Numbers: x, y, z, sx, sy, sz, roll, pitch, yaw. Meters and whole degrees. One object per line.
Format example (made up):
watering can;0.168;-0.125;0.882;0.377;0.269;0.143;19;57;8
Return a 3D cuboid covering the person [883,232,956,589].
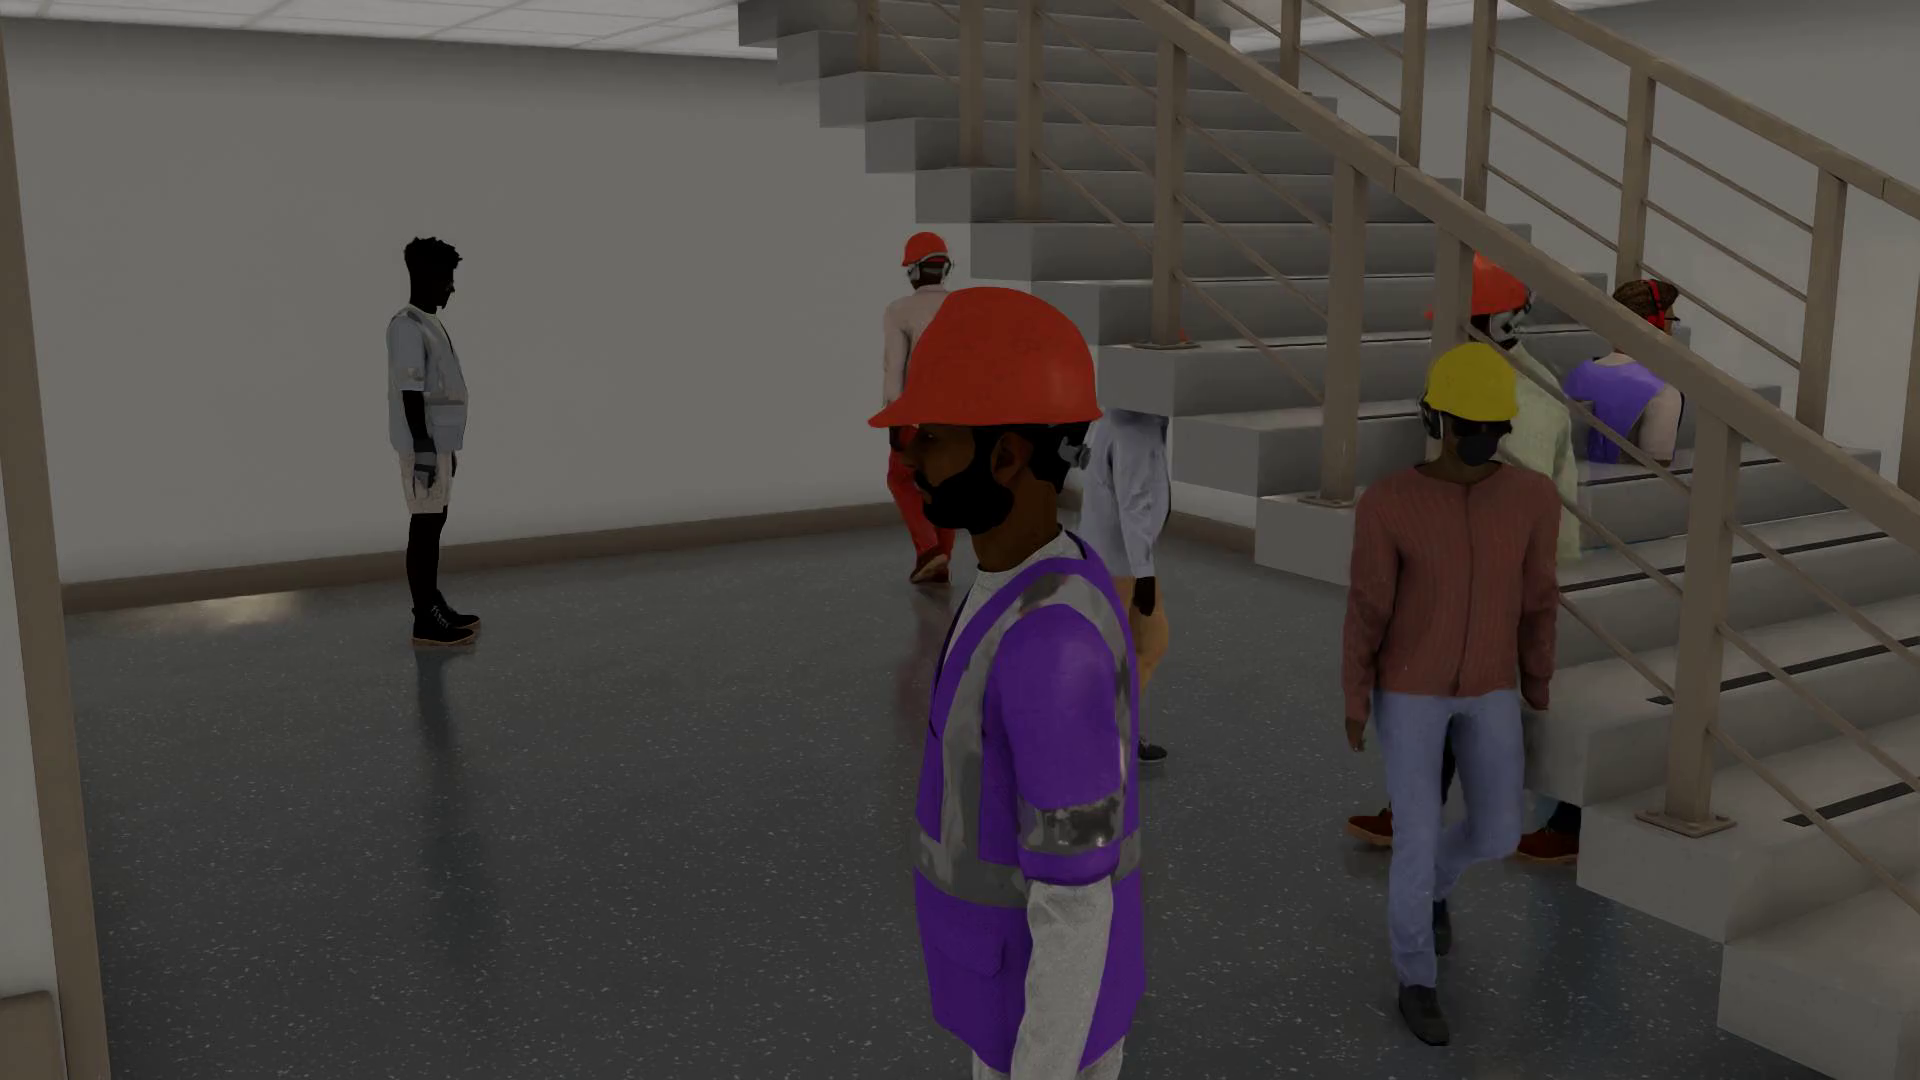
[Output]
person;-0.161;-0.698;9.171;0.618;1.972;0.444;-6;12;-27

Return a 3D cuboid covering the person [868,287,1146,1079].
person;0.067;0.626;2.323;0.374;1.939;0.545;0;11;-1

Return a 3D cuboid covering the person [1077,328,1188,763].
person;0.576;0.038;6.000;0.563;1.708;0.581;2;11;12

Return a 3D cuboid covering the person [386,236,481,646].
person;-2.556;-0.474;8.049;0.374;1.959;0.603;-2;11;-9

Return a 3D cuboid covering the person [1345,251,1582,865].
person;1.628;0.078;5.167;0.906;1.938;0.634;-1;11;-3

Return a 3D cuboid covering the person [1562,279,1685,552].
person;2.277;0.010;5.849;0.394;1.836;0.561;-3;11;-14

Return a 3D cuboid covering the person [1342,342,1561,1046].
person;1.212;0.364;4.196;0.547;1.745;0.510;-1;11;-6
